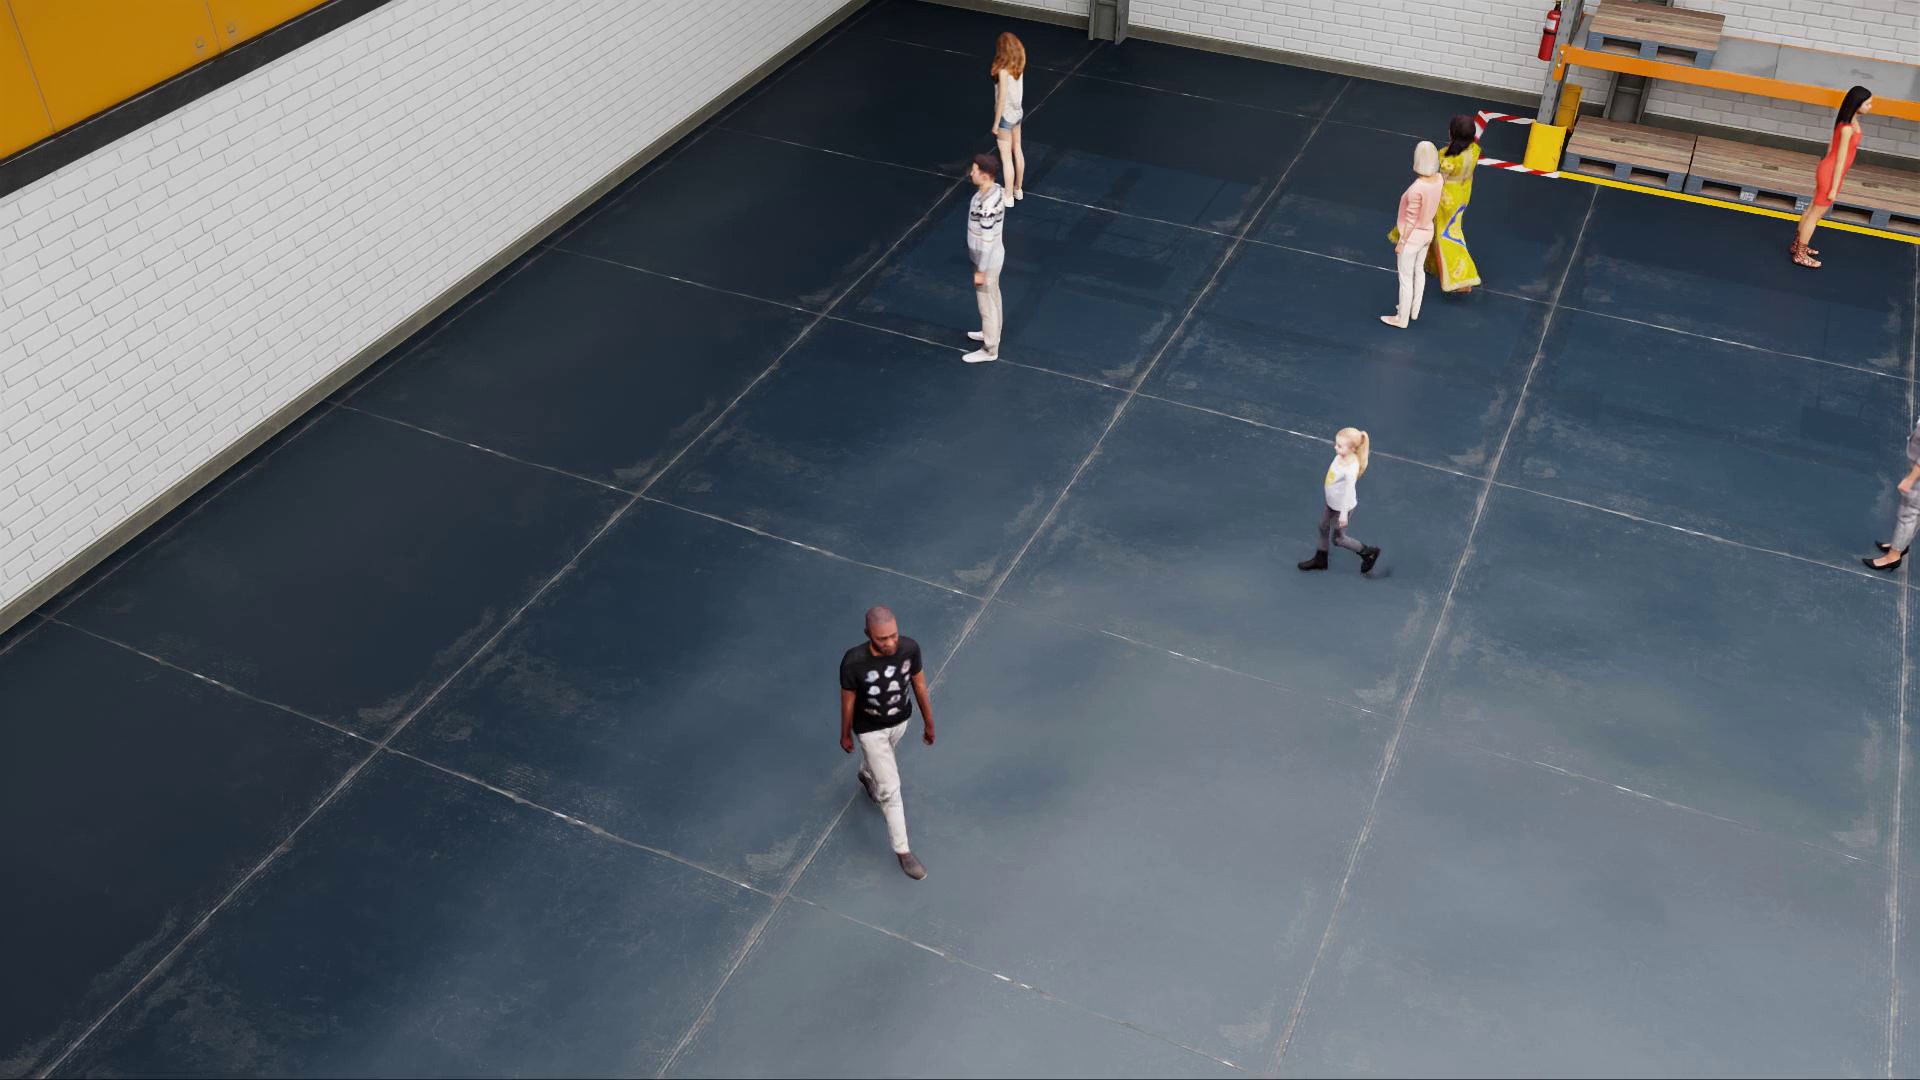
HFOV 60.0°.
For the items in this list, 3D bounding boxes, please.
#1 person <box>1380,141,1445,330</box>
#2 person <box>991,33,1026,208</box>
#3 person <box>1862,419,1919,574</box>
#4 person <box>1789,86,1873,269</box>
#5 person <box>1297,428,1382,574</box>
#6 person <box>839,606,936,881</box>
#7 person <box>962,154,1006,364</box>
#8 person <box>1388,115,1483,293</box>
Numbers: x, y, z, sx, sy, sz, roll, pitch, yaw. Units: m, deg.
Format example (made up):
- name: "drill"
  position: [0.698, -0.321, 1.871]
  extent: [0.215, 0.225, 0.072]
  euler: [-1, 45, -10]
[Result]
- name: "person"
  position: [3.977, -2.663, 14.508]
  extent: [0.634, 1.724, 0.664]
  euler: [31, 48, 33]
- name: "person"
  position: [0.496, -4.119, 16.308]
  extent: [0.556, 1.752, 0.604]
  euler: [24, 44, 27]
- name: "person"
  position: [6.873, -0.488, 11.821]
  extent: [0.696, 1.678, 0.694]
  euler: [-31, 48, -33]
- name: "person"
  position: [8.066, -3.376, 15.405]
  extent: [0.530, 1.719, 0.608]
  euler: [12, 40, 15]
- name: "person"
  position: [2.779, -0.262, 11.871]
  extent: [0.859, 1.263, 0.712]
  euler: [-2, 39, -3]
- name: "person"
  position: [-0.485, 1.044, 9.845]
  extent: [1.140, 1.751, 1.304]
  euler: [-19, 42, -22]
- name: "person"
  position: [0.238, -2.397, 14.065]
  extent: [0.685, 1.861, 0.746]
  euler: [4, 39, 5]
- name: "person"
  position: [4.477, -3.000, 15.014]
  extent: [1.112, 1.618, 1.436]
  euler: [-28, 46, -30]
